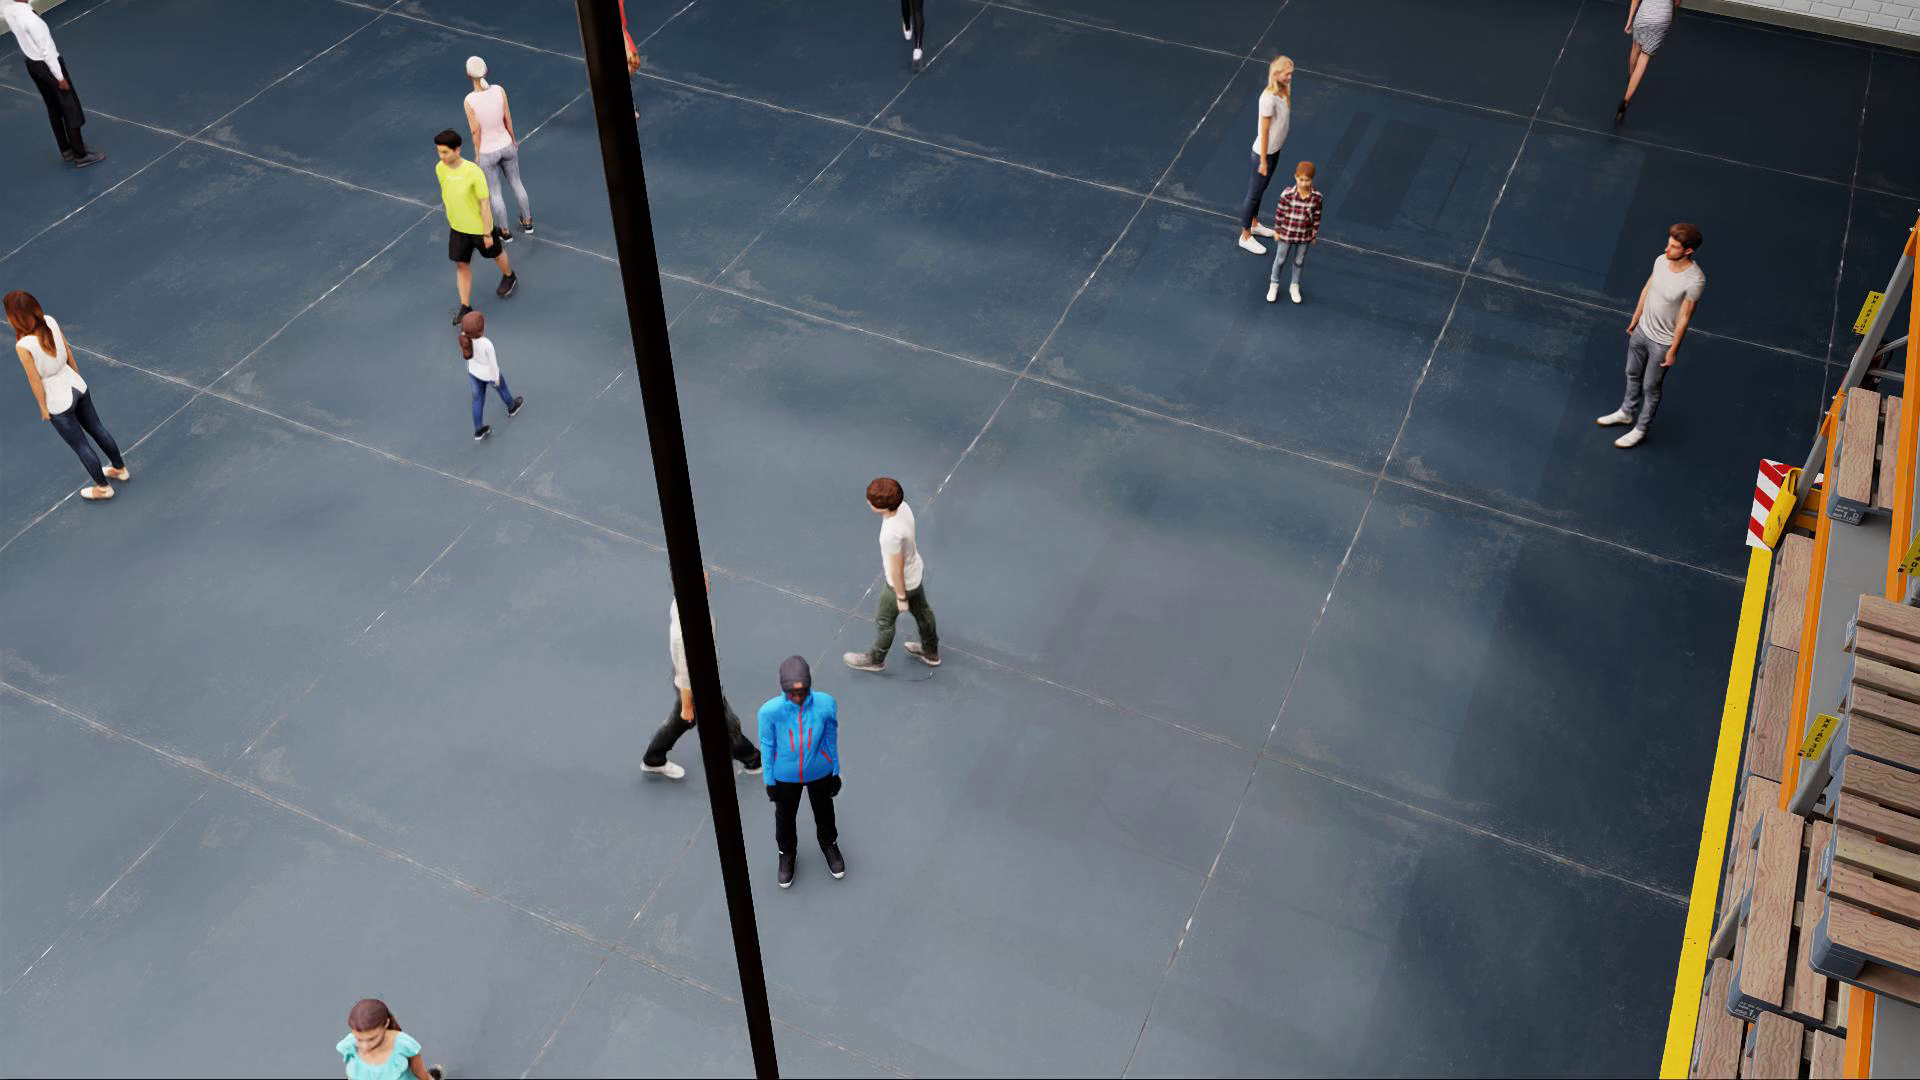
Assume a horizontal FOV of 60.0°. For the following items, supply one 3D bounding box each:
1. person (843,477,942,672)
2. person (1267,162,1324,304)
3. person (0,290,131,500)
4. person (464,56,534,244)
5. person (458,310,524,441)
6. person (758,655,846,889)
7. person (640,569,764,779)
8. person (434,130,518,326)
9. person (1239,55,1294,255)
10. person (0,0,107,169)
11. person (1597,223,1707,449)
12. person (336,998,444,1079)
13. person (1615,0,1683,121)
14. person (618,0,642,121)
[{"bbox_3d":[-0.326,0.252,10.806,0.815,1.633,0.897,8,44,8],"label":"person"},{"bbox_3d":[2.839,-2.616,14.054,0.591,1.305,0.605,4,44,4],"label":"person"},{"bbox_3d":[-6.484,-1.052,12.065,0.686,1.783,0.533,9,44,9],"label":"person"},{"bbox_3d":[-4.080,-3.432,14.607,0.577,1.724,0.690,-28,50,-26],"label":"person"},{"bbox_3d":[-3.696,-1.266,12.793,0.497,1.089,0.792,14,45,14],"label":"person"},{"bbox_3d":[-0.909,1.306,9.578,0.698,1.800,0.736,-9,44,-9],"label":"person"},{"bbox_3d":[-1.693,0.859,10.081,1.163,1.753,1.224,-4,44,-4],"label":"person"},{"bbox_3d":[-4.027,-2.680,13.861,0.725,1.664,1.101,13,45,13],"label":"person"},{"bbox_3d":[2.662,-3.382,14.494,0.661,1.806,0.435,17,46,17],"label":"person"},{"bbox_3d":[-8.525,-4.361,15.506,0.678,1.829,0.603,28,50,26],"label":"person"},{"bbox_3d":[5.268,-1.553,12.519,0.804,1.883,0.746,-15,46,-15],"label":"person"},{"bbox_3d":[-2.800,2.701,8.303,0.761,1.538,1.046,3,44,3],"label":"person"},{"bbox_3d":[6.685,-4.933,16.152,0.693,1.766,1.163,23,48,22],"label":"person"},{"bbox_3d":[-3.417,-4.820,16.076,0.765,1.706,0.686,-8,44,-8],"label":"person"}]
